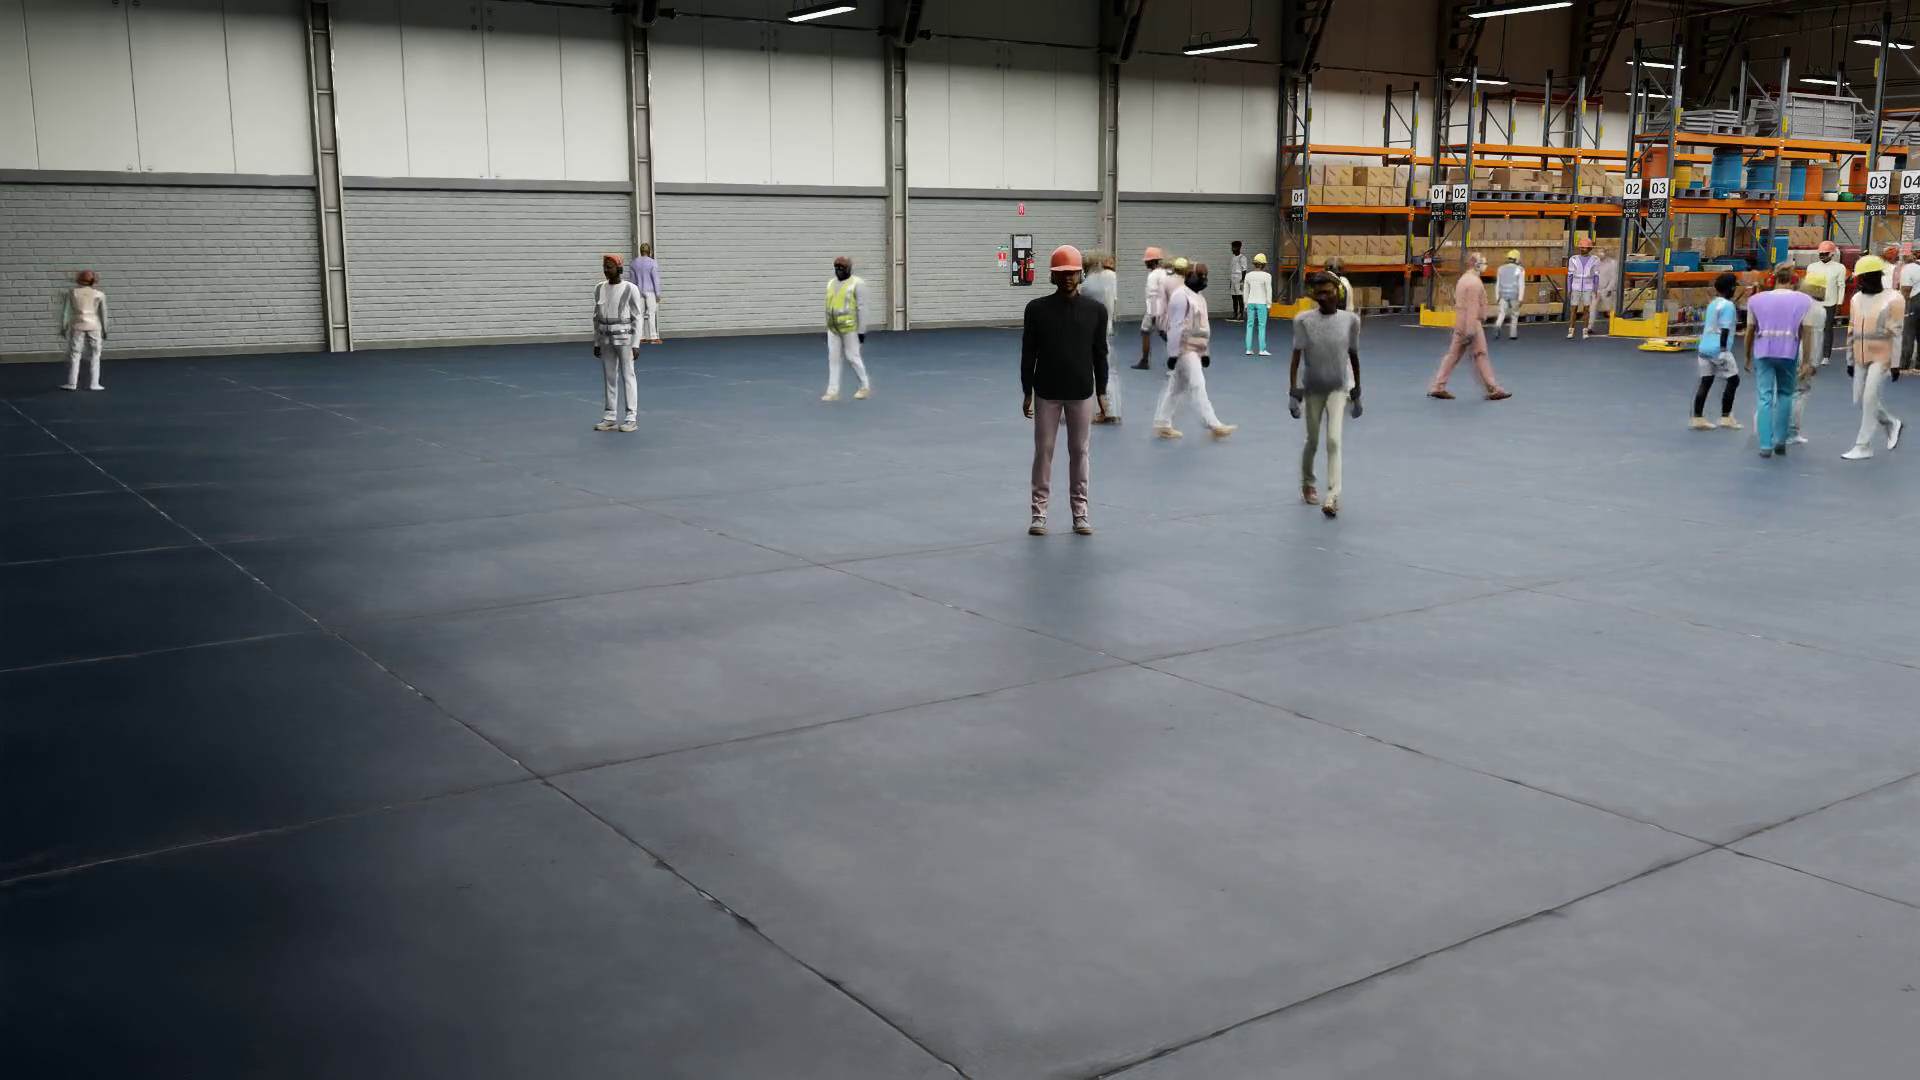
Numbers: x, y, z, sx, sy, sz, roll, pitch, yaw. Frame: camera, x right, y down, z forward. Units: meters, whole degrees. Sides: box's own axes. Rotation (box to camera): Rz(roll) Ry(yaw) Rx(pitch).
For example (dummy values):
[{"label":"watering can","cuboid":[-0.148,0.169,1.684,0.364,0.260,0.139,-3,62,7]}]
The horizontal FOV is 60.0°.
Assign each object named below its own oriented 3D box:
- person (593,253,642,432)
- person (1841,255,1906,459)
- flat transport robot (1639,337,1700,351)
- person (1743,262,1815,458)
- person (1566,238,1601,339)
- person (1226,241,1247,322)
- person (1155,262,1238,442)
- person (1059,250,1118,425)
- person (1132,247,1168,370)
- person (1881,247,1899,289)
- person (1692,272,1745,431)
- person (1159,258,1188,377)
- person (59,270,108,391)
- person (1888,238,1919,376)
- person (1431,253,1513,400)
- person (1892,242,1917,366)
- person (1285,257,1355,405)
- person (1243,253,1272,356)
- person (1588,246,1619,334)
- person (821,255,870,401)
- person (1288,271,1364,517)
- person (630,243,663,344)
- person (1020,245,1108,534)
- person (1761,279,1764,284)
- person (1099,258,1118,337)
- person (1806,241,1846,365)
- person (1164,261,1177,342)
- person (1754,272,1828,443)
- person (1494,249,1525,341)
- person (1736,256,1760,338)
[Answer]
[{"label":"person","cuboid":[-3.643,-2.089,17.644,0.573,1.883,0.357,5,11,25]},{"label":"person","cuboid":[8.577,-1.704,15.504,0.742,1.895,0.629,-4,11,-19]},{"label":"flat transport robot","cuboid":[13.002,-3.565,30.155,1.431,0.197,0.652,-8,13,-37]},{"label":"person","cuboid":[7.704,-1.704,15.709,0.567,1.816,0.790,4,11,23]},{"label":"person","cuboid":[12.562,-5.067,33.548,0.605,2.037,0.394,4,11,22]},{"label":"person","cuboid":[6.736,-6.294,40.468,0.361,1.962,0.612,-4,11,-20]},{"label":"person","cuboid":[2.400,-1.898,16.842,0.965,1.789,0.641,5,11,24]},{"label":"person","cuboid":[1.354,-2.193,18.138,0.843,1.909,0.630,2,11,12]},{"label":"person","cuboid":[3.102,-3.552,25.628,0.905,1.904,0.563,6,12,32]},{"label":"person","cuboid":[15.214,-3.853,27.316,0.358,1.882,0.574,-10,14,-43]},{"label":"person","cuboid":[8.115,-1.994,17.662,0.637,1.671,0.553,0,10,2]},{"label":"person","cuboid":[3.287,-3.292,24.620,0.550,1.726,0.857,8,13,38]},{"label":"person","cuboid":[-11.764,-2.801,22.294,0.642,1.609,0.398,-4,11,-22]},{"label":"person","cuboid":[14.153,-3.455,24.698,0.684,2.000,0.538,-3,11,-16]},{"label":"person","cuboid":[6.476,-2.689,21.012,1.018,1.852,0.659,0,10,1]},{"label":"person","cuboid":[14.870,-3.708,26.297,0.886,1.953,0.640,-4,11,-22]},{"label":"person","cuboid":[4.471,-2.553,20.387,0.920,1.804,0.656,3,11,18]},{"label":"person","cuboid":[5.177,-4.085,28.907,0.526,1.769,0.330,8,13,37]},{"label":"person","cuboid":[13.759,-5.341,35.538,0.960,1.868,0.628,-10,14,-43]},{"label":"person","cuboid":[-1.443,-2.658,20.921,0.636,1.835,0.605,8,13,37]},{"label":"person","cuboid":[2.747,-1.101,12.465,0.575,1.817,0.998,2,10,9]},{"label":"person","cuboid":[-6.043,-4.746,32.054,0.627,1.941,0.370,5,11,24]},{"label":"person","cuboid":[0.724,-1.028,11.517,0.611,1.996,0.379,0,10,-1]},{"label":"person","cuboid":[25.971,-8.479,53.404,0.524,1.613,0.674,0,10,0]},{"label":"person","cuboid":[3.072,-5.012,34.375,0.307,1.626,0.500,-7,12,-32]},{"label":"person","cuboid":[13.951,-3.831,26.891,0.612,1.991,0.392,10,14,43]},{"label":"person","cuboid":[4.100,-4.658,32.525,0.529,1.589,0.502,-2,11,-11]},{"label":"person","cuboid":[8.252,-1.792,16.468,0.598,1.709,0.537,-5,11,-25]},{"label":"person","cuboid":[10.839,-4.821,32.810,0.602,1.810,0.654,9,14,42]},{"label":"person","cuboid":[16.122,-4.960,33.950,0.440,1.662,0.550,-2,10,-10]}]
